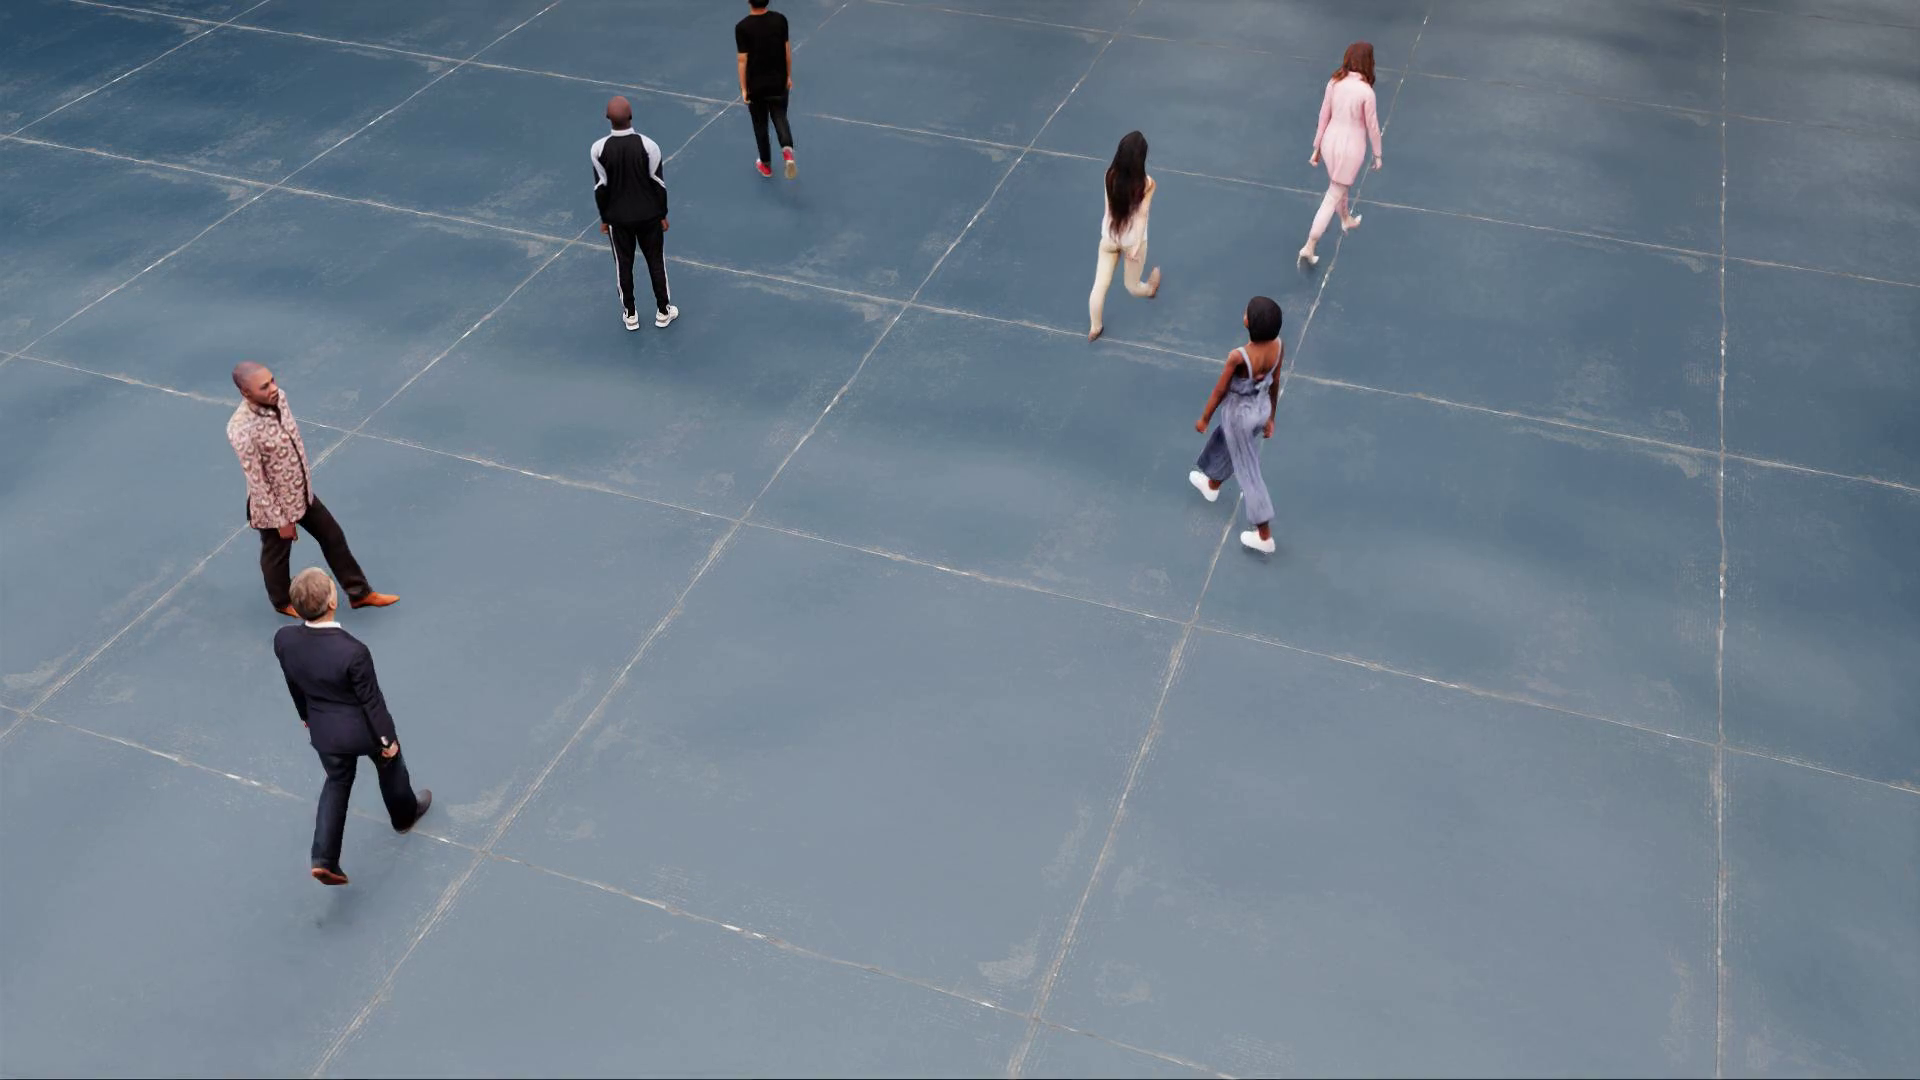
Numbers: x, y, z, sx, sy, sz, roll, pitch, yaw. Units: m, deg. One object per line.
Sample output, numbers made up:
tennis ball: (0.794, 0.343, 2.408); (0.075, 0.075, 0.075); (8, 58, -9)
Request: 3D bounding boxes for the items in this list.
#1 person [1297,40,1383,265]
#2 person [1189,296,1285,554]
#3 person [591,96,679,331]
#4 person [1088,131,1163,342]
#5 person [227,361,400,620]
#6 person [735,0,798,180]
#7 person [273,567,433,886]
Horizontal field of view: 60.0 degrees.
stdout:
person: (2.930, -2.959, 13.021); (1.226, 1.749, 0.965); (-31, 48, -33)
person: (1.799, -0.670, 10.175); (1.118, 1.651, 1.061); (-23, 44, -27)
person: (-2.409, -2.401, 12.245); (0.739, 1.828, 0.707); (-4, 38, -5)
person: (1.227, -2.271, 12.232); (0.595, 1.638, 0.885); (14, 40, 17)
person: (-3.969, -0.257, 9.546); (0.865, 1.776, 0.971); (7, 39, 9)
person: (-1.622, -3.872, 14.189); (0.952, 1.748, 1.018); (-15, 41, -19)
person: (-3.003, 0.924, 8.023); (0.734, 1.792, 1.080); (10, 39, 12)
